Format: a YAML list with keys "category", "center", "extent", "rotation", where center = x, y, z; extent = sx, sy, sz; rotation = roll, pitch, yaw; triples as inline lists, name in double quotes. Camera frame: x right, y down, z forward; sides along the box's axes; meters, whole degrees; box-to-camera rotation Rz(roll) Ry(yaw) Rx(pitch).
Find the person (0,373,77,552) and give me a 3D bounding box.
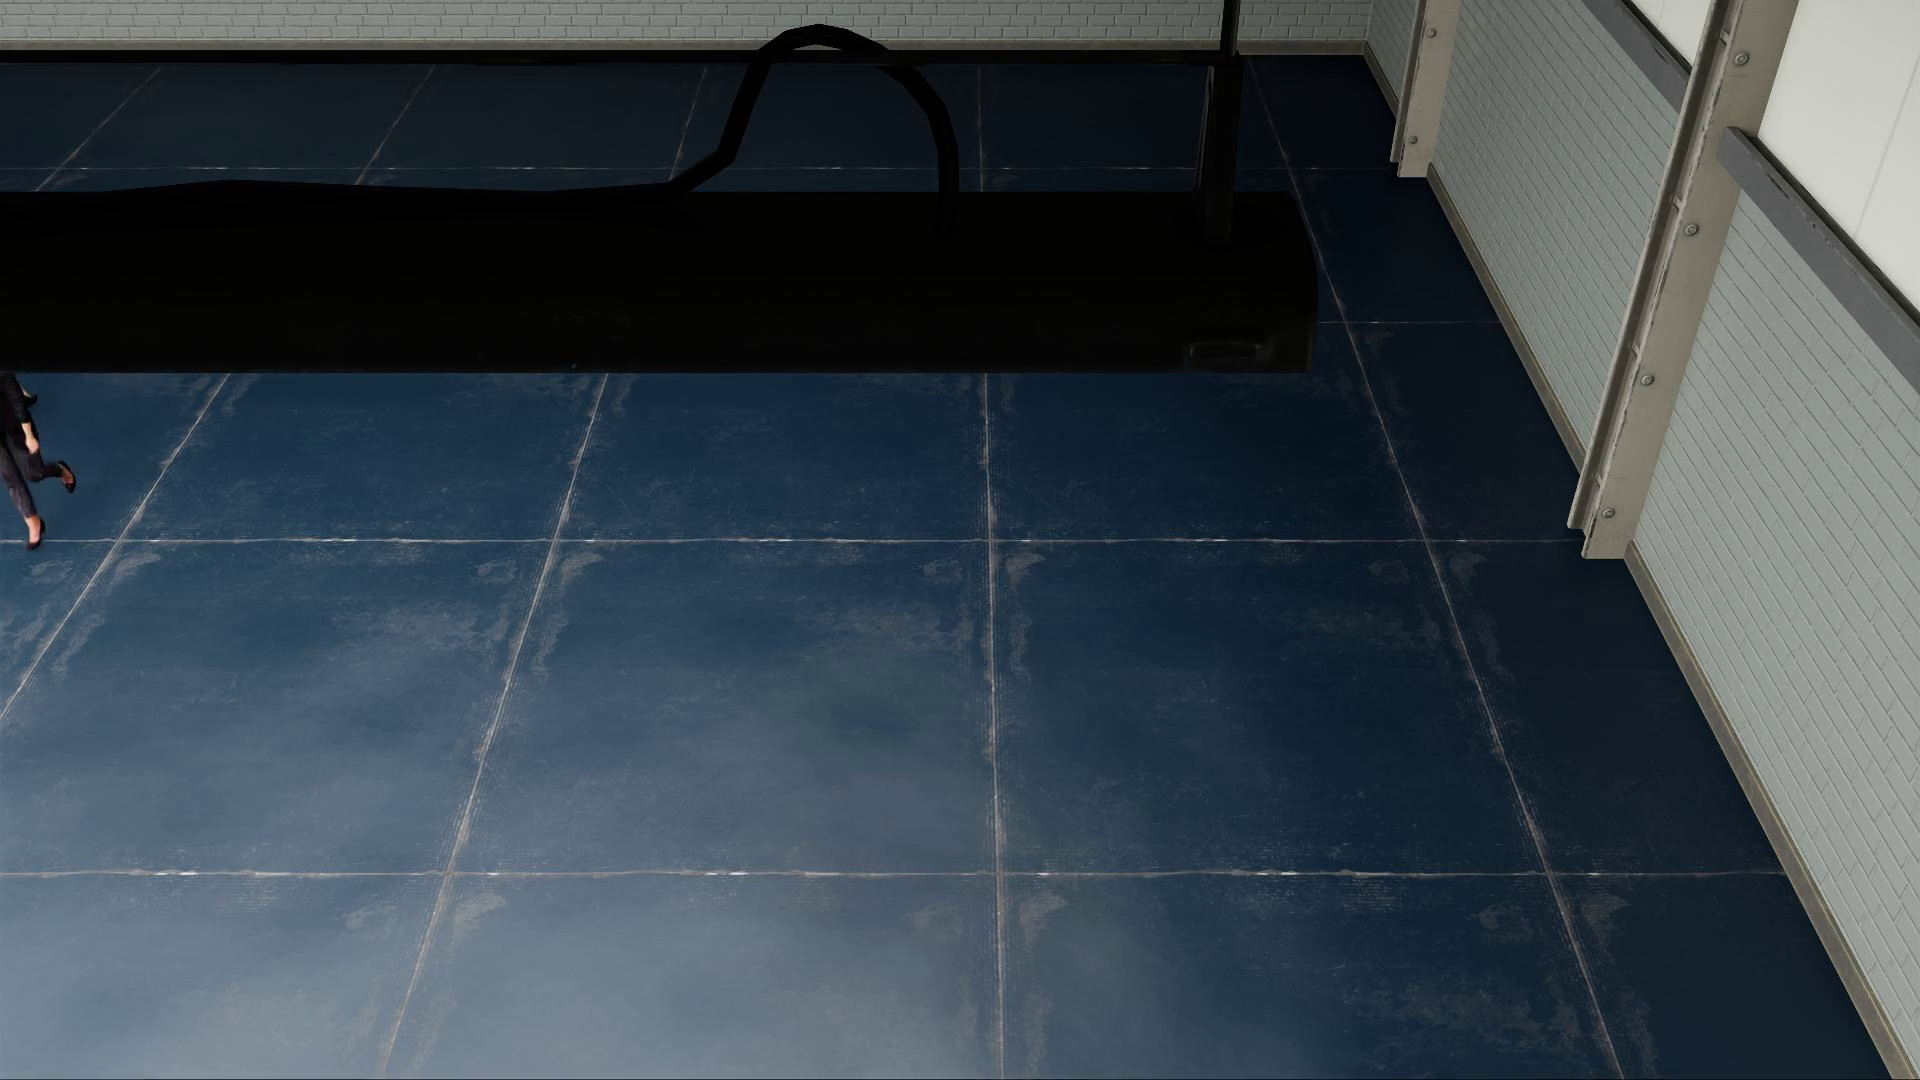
- category: "person"
  center: [-6.297, -0.768, 11.049]
  extent: [0.668, 1.702, 0.882]
  rotation: [2, 37, 3]
